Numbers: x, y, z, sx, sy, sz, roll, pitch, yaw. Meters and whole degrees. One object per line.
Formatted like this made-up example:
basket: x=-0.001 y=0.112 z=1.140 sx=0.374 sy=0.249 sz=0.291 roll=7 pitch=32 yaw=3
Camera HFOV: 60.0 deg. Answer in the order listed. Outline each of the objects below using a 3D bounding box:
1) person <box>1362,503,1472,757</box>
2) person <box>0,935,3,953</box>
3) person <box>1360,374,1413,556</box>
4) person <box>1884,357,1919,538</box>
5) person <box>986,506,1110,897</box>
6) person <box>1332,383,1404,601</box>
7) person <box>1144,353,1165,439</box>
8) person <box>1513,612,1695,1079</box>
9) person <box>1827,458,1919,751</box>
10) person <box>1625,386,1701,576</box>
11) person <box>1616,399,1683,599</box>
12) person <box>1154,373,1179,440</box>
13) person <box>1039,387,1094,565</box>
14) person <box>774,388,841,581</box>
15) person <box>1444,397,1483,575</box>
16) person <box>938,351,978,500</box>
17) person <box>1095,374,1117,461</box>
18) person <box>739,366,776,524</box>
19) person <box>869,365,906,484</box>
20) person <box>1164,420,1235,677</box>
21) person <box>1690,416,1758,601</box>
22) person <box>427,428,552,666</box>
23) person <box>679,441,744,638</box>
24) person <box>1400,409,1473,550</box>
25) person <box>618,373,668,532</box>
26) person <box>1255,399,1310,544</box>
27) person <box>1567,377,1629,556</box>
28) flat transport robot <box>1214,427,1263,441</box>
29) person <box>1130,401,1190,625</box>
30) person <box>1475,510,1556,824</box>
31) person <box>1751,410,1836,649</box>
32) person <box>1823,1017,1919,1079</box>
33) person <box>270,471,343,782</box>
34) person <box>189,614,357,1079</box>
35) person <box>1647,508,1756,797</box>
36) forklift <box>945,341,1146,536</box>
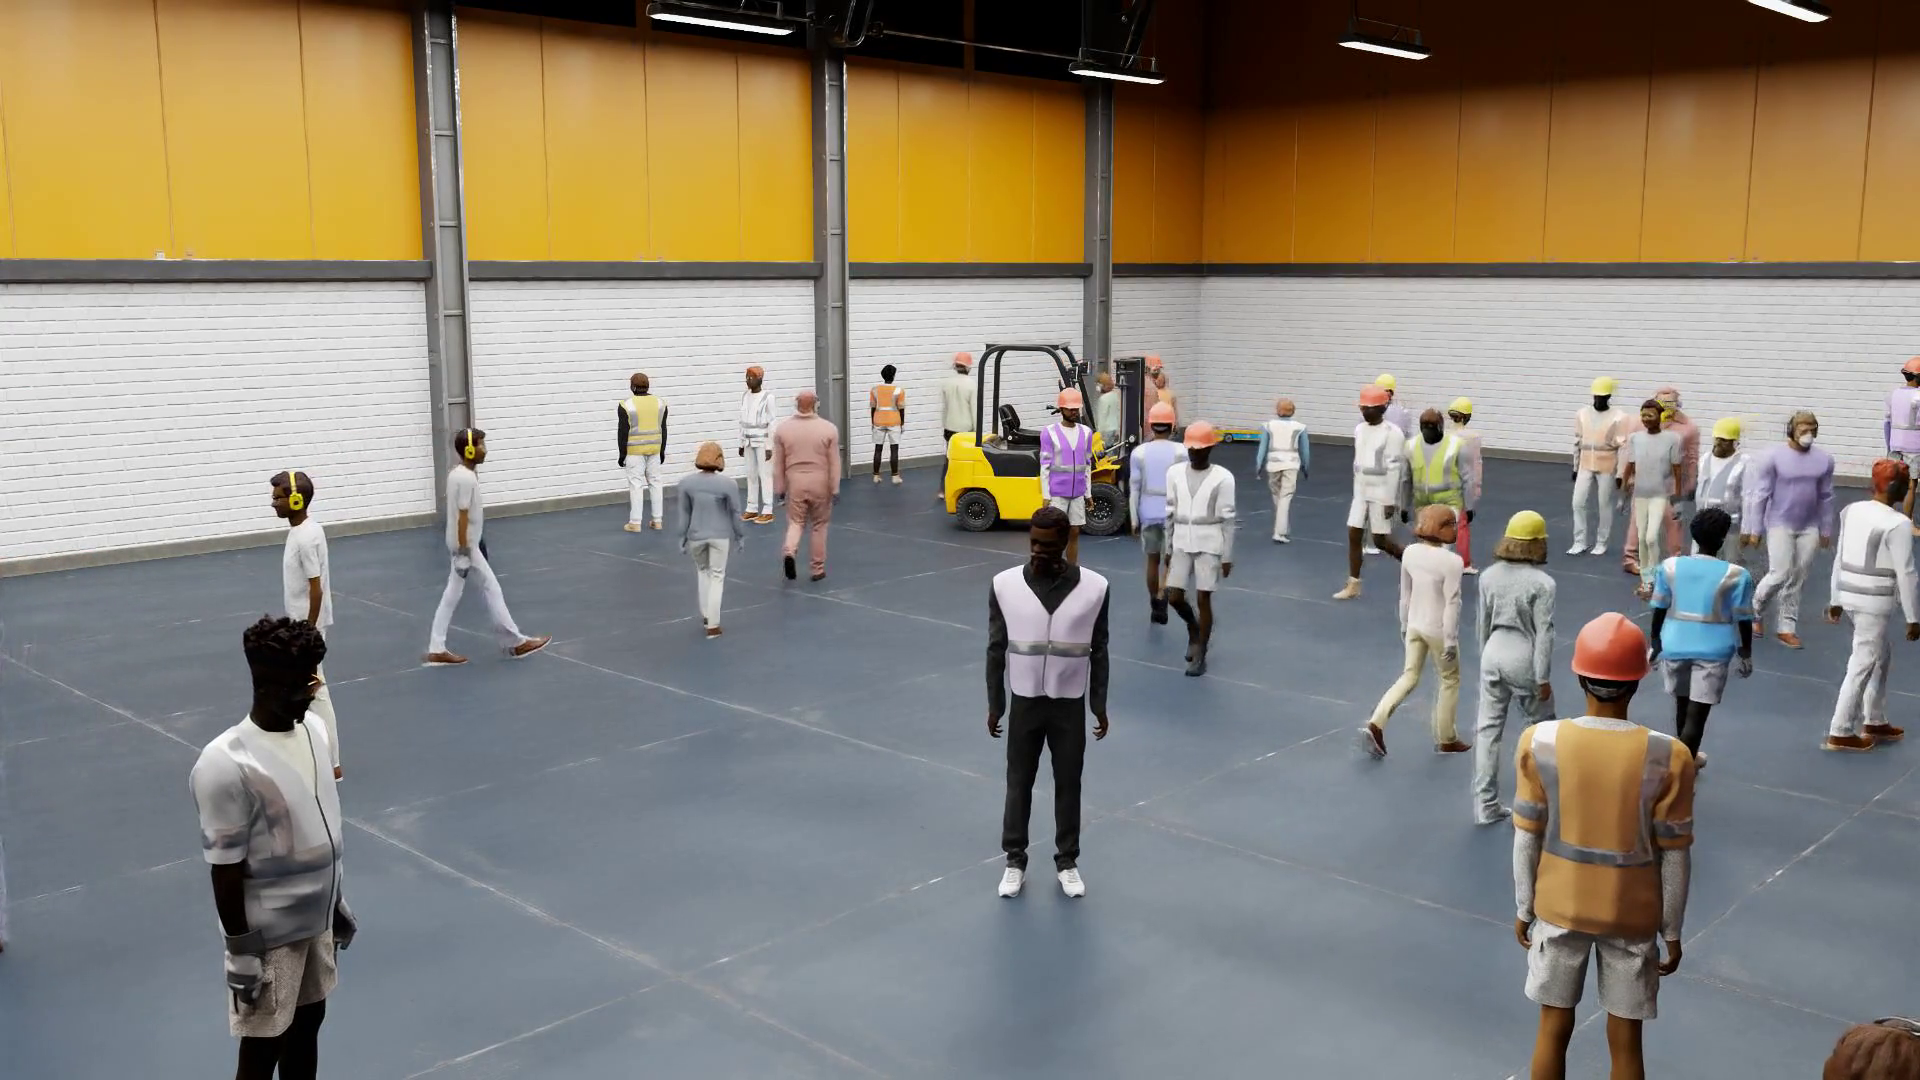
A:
person: x=2.861 y=0.566 z=10.283 sx=0.735 sy=1.610 sz=0.504 roll=-5 pitch=10 yaw=-28
person: x=-4.660 y=0.920 z=7.323 sx=0.905 sy=1.870 sz=0.659 roll=3 pitch=10 yaw=18
person: x=4.489 y=-0.794 z=17.636 sx=0.584 sy=1.928 sz=0.373 roll=-2 pitch=9 yaw=-11
person: x=10.758 y=-1.049 z=18.850 sx=0.379 sy=2.044 sz=0.607 roll=-3 pitch=10 yaw=-16
person: x=0.424 y=0.775 z=8.055 sx=0.594 sy=1.915 sz=0.373 roll=0 pitch=9 yaw=0
person: x=3.851 y=-0.434 z=15.185 sx=0.802 sy=2.014 sz=0.611 roll=-5 pitch=10 yaw=-27
person: x=2.489 y=-1.361 z=20.957 sx=0.760 sy=1.971 sz=0.652 roll=-2 pitch=9 yaw=-11
person: x=2.073 y=1.193 z=5.411 sx=0.545 sy=1.943 sz=0.347 roll=5 pitch=10 yaw=26
person: x=5.819 y=0.414 z=10.436 sx=0.746 sy=1.856 sz=0.603 roll=-1 pitch=9 yaw=-5
person: x=6.914 y=-0.570 z=16.402 sx=0.698 sy=1.898 sz=0.429 roll=4 pitch=10 yaw=25
person: x=6.335 y=-0.372 z=15.314 sx=0.657 sy=1.845 sz=0.521 roll=-9 pitch=13 yaw=-42
person: x=2.729 y=-1.528 z=23.094 sx=0.539 sy=1.605 sz=0.739 roll=-4 pitch=10 yaw=-22
person: x=1.005 y=-0.453 z=15.511 sx=0.542 sy=1.939 sz=0.366 roll=-4 pitch=10 yaw=-24
person: x=-1.469 y=-0.512 z=16.033 sx=0.649 sy=1.889 sz=0.616 roll=2 pitch=9 yaw=9
person: x=4.947 y=-0.535 z=16.541 sx=0.522 sy=1.769 sz=0.318 roll=9 pitch=13 yaw=44
person: x=0.020 y=-1.485 z=21.773 sx=0.622 sy=1.998 sz=0.638 roll=7 pitch=11 yaw=36
person: x=2.005 y=-1.460 z=22.681 sx=0.336 sy=1.622 sz=0.540 roll=4 pitch=10 yaw=21
person: x=-2.438 y=-1.138 z=19.885 sx=0.575 sy=1.883 sz=0.355 roll=8 pitch=12 yaw=39
person: x=-1.021 y=-1.628 z=23.497 sx=0.535 sy=1.690 sz=0.320 roll=3 pitch=10 yaw=16
person: x=1.781 y=0.056 z=12.428 sx=0.554 sy=1.921 sz=0.458 roll=5 pitch=11 yaw=29
person: x=6.601 y=-0.178 z=14.303 sx=0.903 sy=1.800 sz=0.593 roll=-5 pitch=10 yaw=-27
person: x=-3.684 y=0.050 z=12.782 sx=0.957 sy=1.818 sz=0.554 roll=-4 pitch=10 yaw=-26
person: x=-2.044 y=-0.018 z=13.838 sx=0.520 sy=1.611 sz=0.623 roll=2 pitch=9 yaw=10
person: x=4.358 y=-0.320 z=15.248 sx=0.650 sy=1.776 sz=0.921 roll=9 pitch=13 yaw=42
person: x=-3.688 y=-1.016 z=19.265 sx=0.626 sy=1.844 sz=0.429 roll=-7 pitch=12 yaw=-39
person: x=3.610 y=-0.782 z=18.583 sx=0.543 sy=1.579 sz=0.861 roll=4 pitch=10 yaw=23
person: x=6.686 y=-0.760 z=17.488 sx=0.607 sy=1.899 sz=0.745 roll=9 pitch=13 yaw=44
flat transport robot: x=5.081 y=-1.856 z=29.214 sx=1.431 sy=0.197 sz=0.652 roll=3 pitch=10 yaw=17
person: x=1.694 y=-0.209 z=14.069 sx=0.554 sy=1.924 sz=0.678 roll=3 pitch=10 yaw=19
person: x=3.109 y=0.687 z=9.153 sx=0.684 sy=1.716 sz=0.512 roll=-7 pitch=12 yaw=-36
person: x=6.652 y=-0.088 z=13.313 sx=0.639 sy=1.924 sz=0.461 roll=-1 pitch=9 yaw=-7
person: x=1.499 y=1.677 z=2.772 sx=0.429 sy=1.837 sz=0.620 roll=-7 pitch=11 yaw=-35
person: x=-3.851 y=0.520 z=9.778 sx=0.312 sy=1.863 sz=0.537 roll=-4 pitch=10 yaw=-22
person: x=-2.147 y=1.200 z=5.314 sx=0.377 sy=1.959 sz=0.603 roll=2 pitch=9 yaw=9
person: x=4.330 y=0.636 z=9.632 sx=0.802 sy=1.662 sz=0.551 roll=-9 pitch=13 yaw=-43
forklift: x=0.977 y=-1.223 z=19.452 sx=2.313 sy=2.155 sz=1.214 roll=2 pitch=9 yaw=11
